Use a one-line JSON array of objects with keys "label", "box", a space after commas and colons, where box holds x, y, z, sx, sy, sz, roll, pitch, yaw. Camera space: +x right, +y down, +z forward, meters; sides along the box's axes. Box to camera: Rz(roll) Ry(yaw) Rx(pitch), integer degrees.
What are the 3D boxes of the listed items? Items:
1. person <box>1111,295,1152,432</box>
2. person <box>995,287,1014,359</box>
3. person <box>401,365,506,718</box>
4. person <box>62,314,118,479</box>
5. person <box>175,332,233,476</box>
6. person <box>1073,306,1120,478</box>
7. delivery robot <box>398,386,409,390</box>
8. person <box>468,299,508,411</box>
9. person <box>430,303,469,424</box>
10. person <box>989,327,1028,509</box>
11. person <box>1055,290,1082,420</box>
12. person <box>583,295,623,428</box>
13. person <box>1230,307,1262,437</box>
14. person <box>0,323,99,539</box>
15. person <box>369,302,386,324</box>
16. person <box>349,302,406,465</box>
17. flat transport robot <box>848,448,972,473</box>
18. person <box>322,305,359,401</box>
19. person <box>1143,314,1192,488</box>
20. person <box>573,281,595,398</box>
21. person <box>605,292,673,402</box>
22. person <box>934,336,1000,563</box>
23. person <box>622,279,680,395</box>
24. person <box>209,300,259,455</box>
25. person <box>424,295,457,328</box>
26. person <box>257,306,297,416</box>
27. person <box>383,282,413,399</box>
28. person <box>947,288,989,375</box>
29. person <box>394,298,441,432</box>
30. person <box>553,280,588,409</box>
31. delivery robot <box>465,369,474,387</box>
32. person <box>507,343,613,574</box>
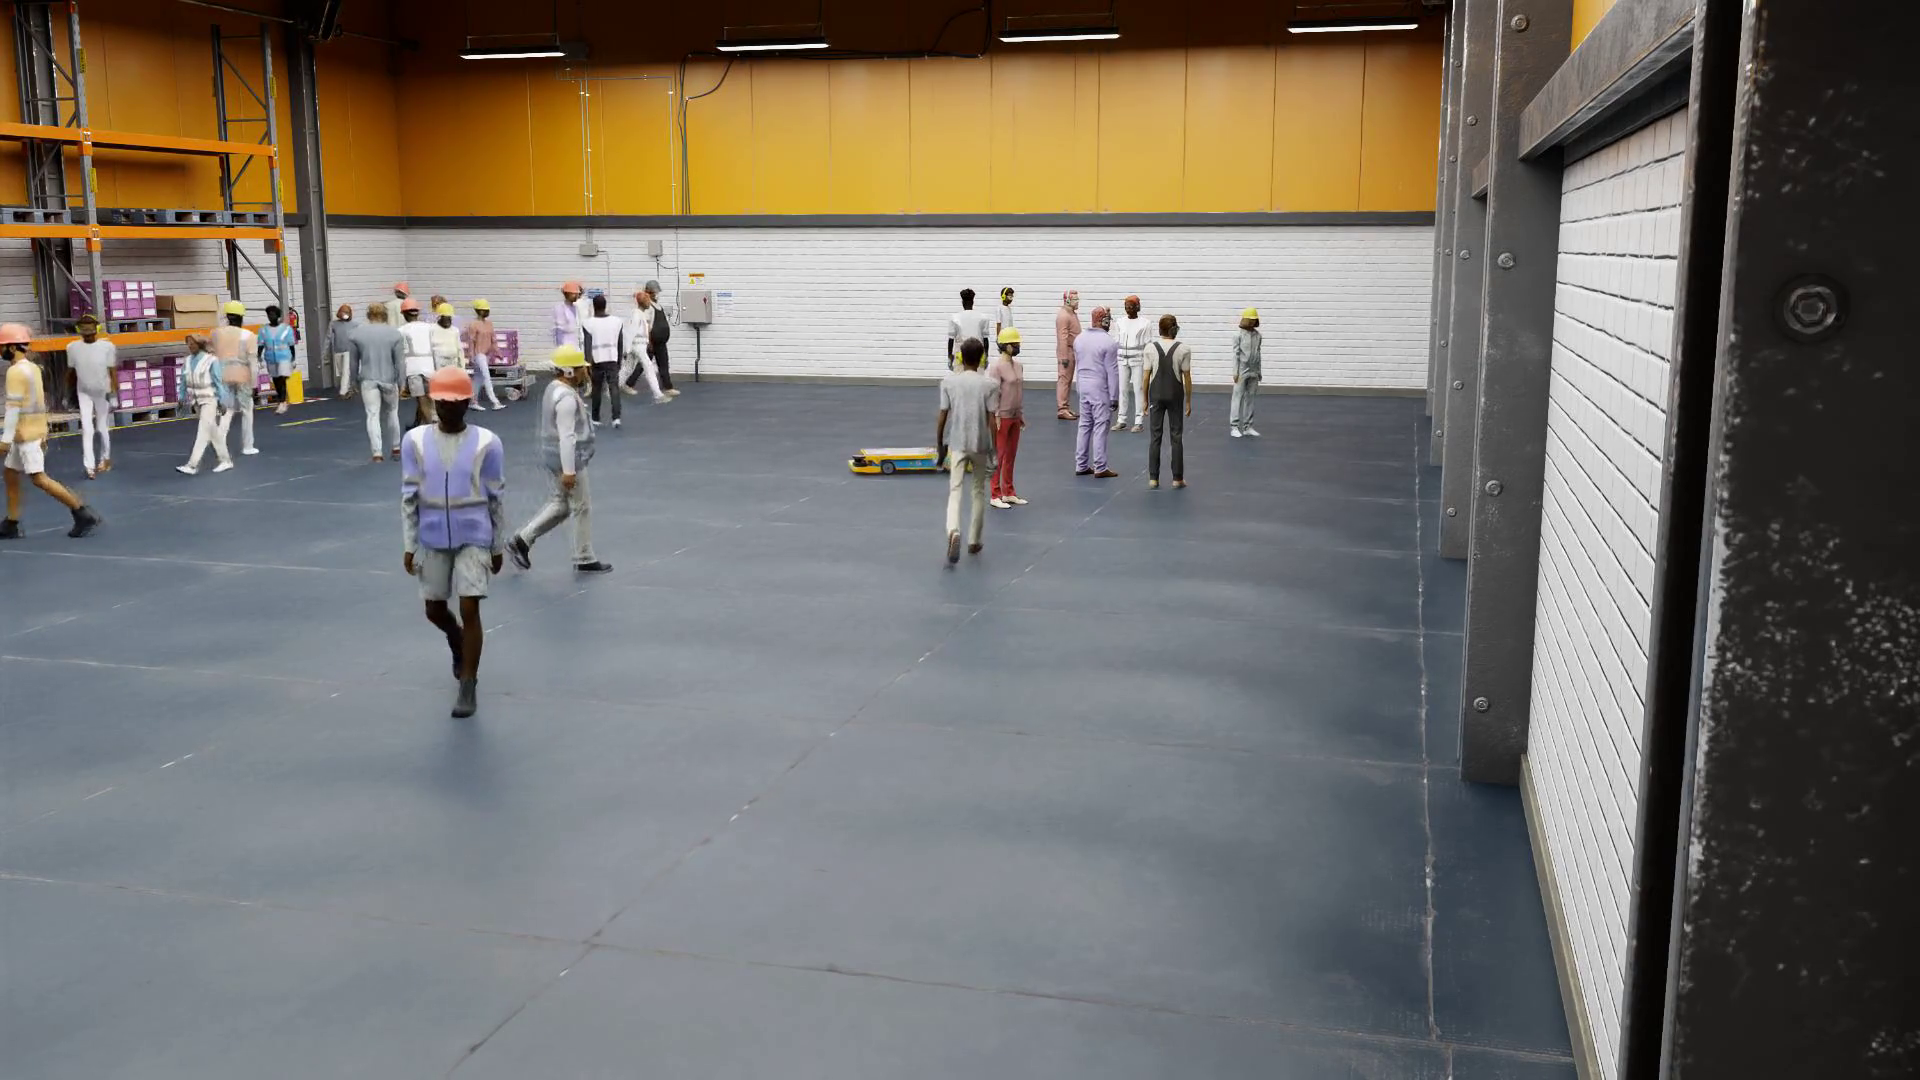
[{"label": "person", "box": [2.361, -2.428, 22.938, 0.572, 1.885, 0.356, 7, 12, 33]}, {"label": "person", "box": [0.775, -3.345, 28.194, 0.329, 1.865, 0.508, 4, 11, 24]}, {"label": "person", "box": [-2.785, -0.023, 9.227, 0.553, 1.922, 0.724, -1, 10, -4]}, {"label": "person", "box": [-9.699, -1.608, 18.535, 0.589, 1.823, 0.934, -4, 11, -20]}, {"label": "person", "box": [-8.515, -1.516, 18.588, 0.533, 1.587, 0.873, 5, 11, 25]}, {"label": "person", "box": [1.536, -1.632, 18.411, 0.401, 1.901, 0.647, -8, 13, -37]}, {"label": "delivery robot", "box": [-9.373, -2.761, 28.322, 0.477, 0.478, 0.707, 5, 11, 26]}, {"label": "person", "box": [-7.305, -2.851, 25.753, 0.847, 1.728, 0.540, 3, 11, 17]}, {"label": "person", "box": [-7.114, -2.386, 23.017, 0.969, 1.765, 0.602, 7, 12, 33]}, {"label": "person", "box": [0.475, -1.202, 16.327, 0.308, 1.772, 0.525, 7, 12, 33]}, {"label": "person", "box": [1.629, -2.745, 24.672, 0.400, 1.910, 0.643, 3, 10, 15]}, {"label": "person", "box": [-5.042, -2.533, 23.590, 0.590, 1.879, 0.977, -4, 11, -24]}, {"label": "person", "box": [3.875, -2.257, 22.375, 0.492, 1.742, 0.320, -6, 12, -31]}, {"label": "person", "box": [-8.057, -0.936, 14.465, 0.928, 1.904, 0.546, -4, 11, -20]}, {"label": "person", "box": [-9.770, -3.218, 28.193, 0.509, 1.612, 0.552, -1, 10, -6]}, {"label": "person", "box": [-6.906, -1.869, 19.764, 0.643, 1.883, 0.996, -3, 11, -18]}, {"label": "flat transport robot", "box": [-0.535, -0.917, 18.951, 1.431, 0.197, 0.652, -2, 10, -8]}, {"label": "person", "box": [-10.284, -3.133, 27.740, 0.564, 1.590, 0.844, -1, 10, -6]}, {"label": "person", "box": [2.189, -1.463, 17.594, 0.516, 1.841, 0.326, 2, 10, 13]}, {"label": "person", "box": [-6.459, -3.411, 28.272, 1.073, 1.981, 0.654, 10, 14, 44]}, {"label": "person", "box": [-5.312, -3.145, 27.208, 1.077, 1.831, 0.592, -1, 10, -7]}, {"label": "person", "box": [0.053, -0.736, 13.547, 0.527, 1.832, 0.883, 0, 10, 3]}, {"label": "person", "box": [-5.345, -3.483, 28.473, 0.962, 2.000, 0.693, 2, 10, 13]}, {"label": "person", "box": [-8.817, -1.953, 20.194, 0.601, 1.906, 0.643, 0, 10, 2]}, {"label": "person", "box": [-7.824, -2.799, 25.214, 0.644, 1.820, 0.577, 6, 12, 32]}, {"label": "person", "box": [-10.427, -2.752, 25.412, 0.539, 1.659, 0.845, -1, 10, -6]}, {"label": "person", "box": [-9.358, -3.321, 27.749, 0.635, 1.968, 0.574, 3, 10, 17]}, {"label": "person", "box": [0.120, -2.661, 24.091, 0.619, 1.953, 0.396, -1, 10, -5]}, {"label": "person", "box": [-7.091, -2.197, 21.661, 1.024, 1.870, 0.562, 10, 14, 44]}, {"label": "person", "box": [-6.142, -3.058, 26.097, 0.528, 2.026, 0.619, 4, 11, 19]}, {"label": "delivery robot", "box": [-8.509, -2.884, 29.019, 0.707, 0.478, 0.477, -6, 11, -30]}, {"label": "person", "box": [-3.119, -0.613, 12.873, 0.720, 1.816, 0.605, -4, 11, -23]}]
